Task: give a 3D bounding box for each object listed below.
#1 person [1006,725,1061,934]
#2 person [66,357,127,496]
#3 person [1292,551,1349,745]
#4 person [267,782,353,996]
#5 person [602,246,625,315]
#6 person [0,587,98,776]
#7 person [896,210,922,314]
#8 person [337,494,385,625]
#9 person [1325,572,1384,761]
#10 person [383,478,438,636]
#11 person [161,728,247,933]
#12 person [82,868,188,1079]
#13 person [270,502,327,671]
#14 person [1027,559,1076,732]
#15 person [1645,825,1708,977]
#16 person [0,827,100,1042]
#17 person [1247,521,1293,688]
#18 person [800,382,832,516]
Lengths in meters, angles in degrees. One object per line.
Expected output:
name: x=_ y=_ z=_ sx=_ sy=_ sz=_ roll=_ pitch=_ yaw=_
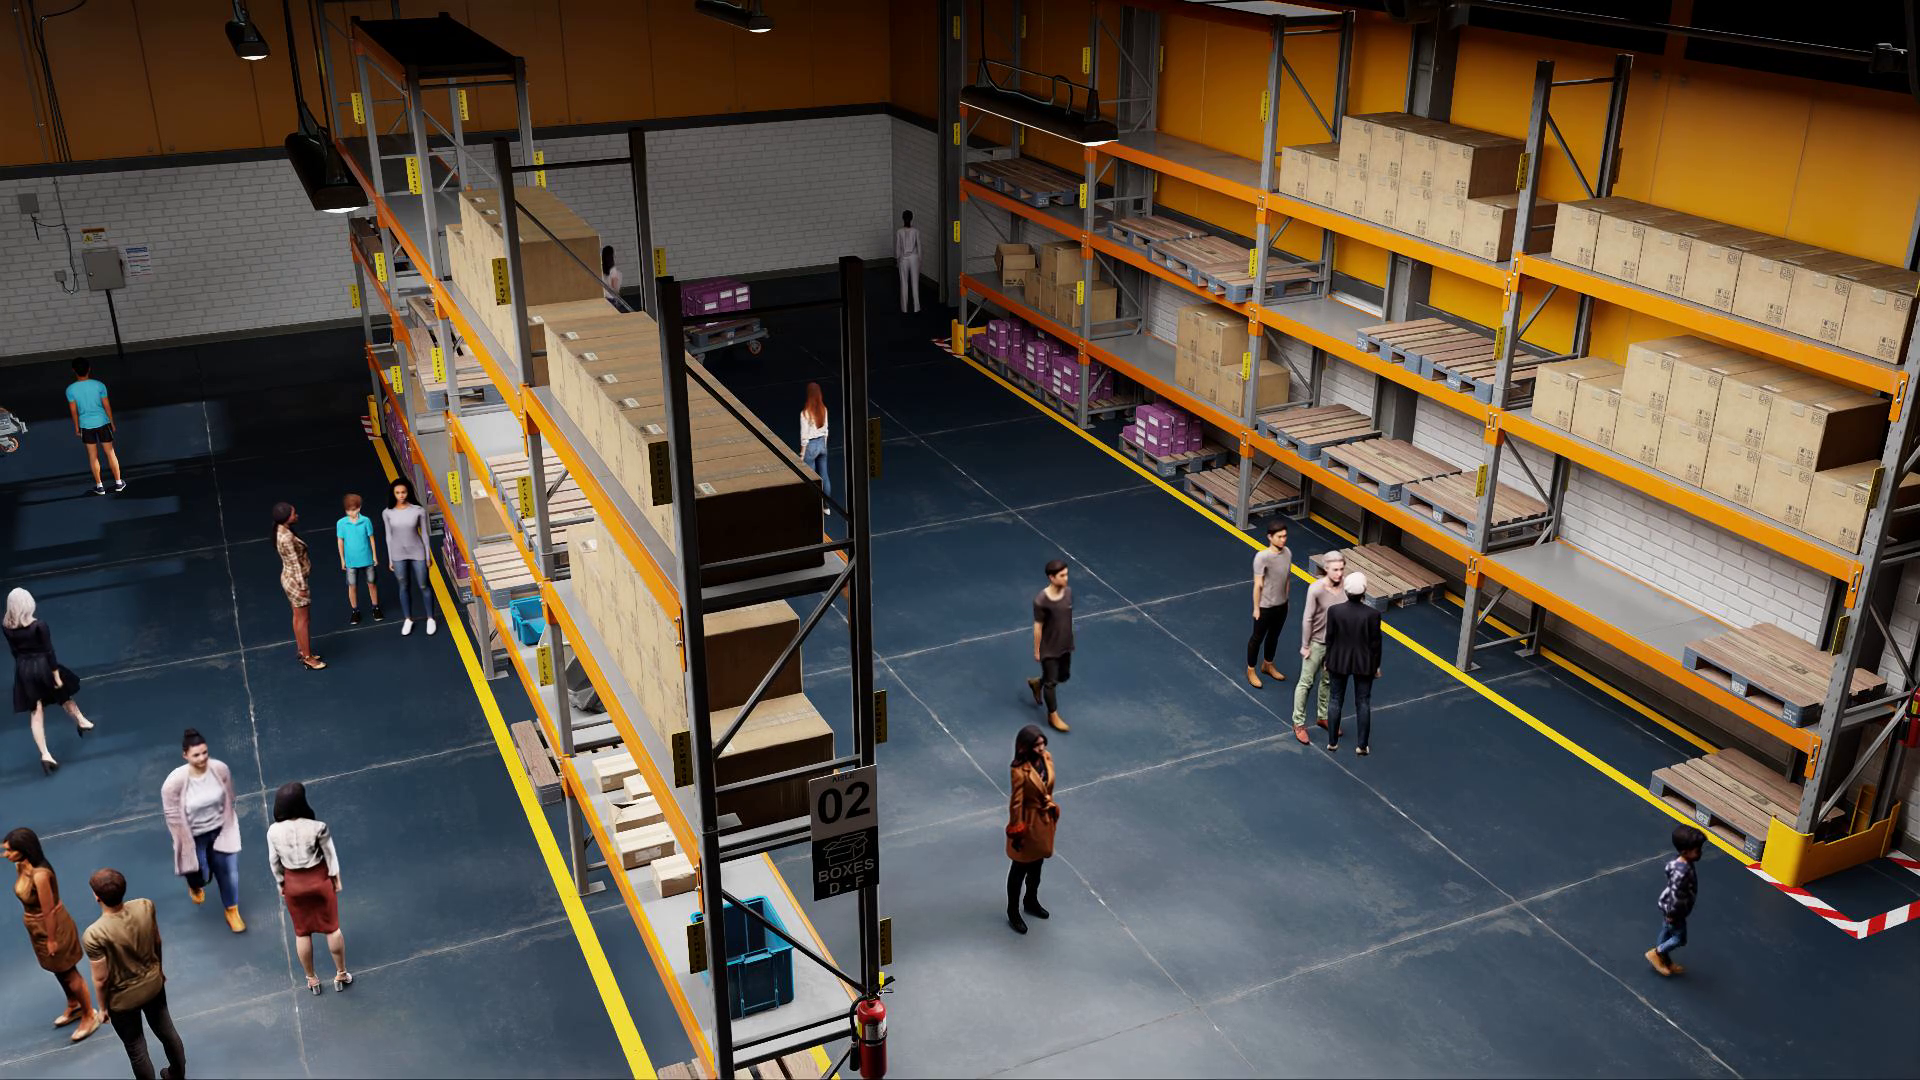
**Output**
person: x=0.546 y=2.188 z=12.749 sx=0.726 sy=1.720 sz=0.770 roll=21 pitch=31 yaw=40
person: x=-10.918 y=-1.445 z=20.989 sx=0.626 sy=1.777 sz=0.534 roll=-13 pitch=27 yaw=-27
person: x=3.375 y=0.952 z=15.386 sx=0.684 sy=1.871 sz=0.575 roll=-9 pitch=25 yaw=-20
person: x=-4.684 y=2.510 z=11.974 sx=0.640 sy=1.751 sz=0.587 roll=-5 pitch=24 yaw=-10
person: x=-5.643 y=-3.844 z=26.607 sx=0.792 sy=1.673 sz=0.808 roll=-20 pitch=31 yaw=-38
person: x=-8.247 y=1.285 z=14.822 sx=0.884 sy=1.714 sz=1.146 roll=0 pitch=24 yaw=0
person: x=-0.884 y=-4.802 z=28.673 sx=0.669 sy=1.773 sz=0.674 roll=1 pitch=24 yaw=2
person: x=-6.400 y=0.175 z=17.692 sx=0.532 sy=1.449 sz=0.499 roll=-8 pitch=25 yaw=-18
person: x=3.386 y=1.057 z=14.206 sx=0.823 sy=1.783 sz=0.792 roll=8 pitch=25 yaw=18
person: x=-5.744 y=0.155 z=17.380 sx=0.661 sy=1.735 sz=0.634 roll=-2 pitch=24 yaw=-5
person: x=-5.807 y=2.195 z=12.722 sx=0.845 sy=1.728 sz=0.965 roll=-20 pitch=31 yaw=-38
person: x=-5.395 y=2.936 z=10.871 sx=0.785 sy=1.852 sz=0.749 roll=11 pitch=26 yaw=24
person: x=-6.633 y=0.455 z=16.619 sx=0.657 sy=1.795 sz=0.511 roll=-13 pitch=27 yaw=-28
person: x=0.835 y=0.938 z=15.625 sx=0.752 sy=1.706 sz=0.959 roll=-18 pitch=29 yaw=-35
person: x=5.246 y=2.653 z=12.278 sx=0.609 sy=1.245 sz=0.583 roll=16 pitch=28 yaw=33
person: x=-6.324 y=2.721 z=11.574 sx=0.588 sy=1.684 sz=0.699 roll=17 pitch=29 yaw=34
person: x=3.065 y=0.597 z=16.385 sx=0.613 sy=1.722 sz=0.540 roll=-13 pitch=27 yaw=-27
person: x=-1.765 y=-1.099 z=20.257 sx=0.638 sy=1.728 sz=0.619 roll=-21 pitch=31 yaw=-40
